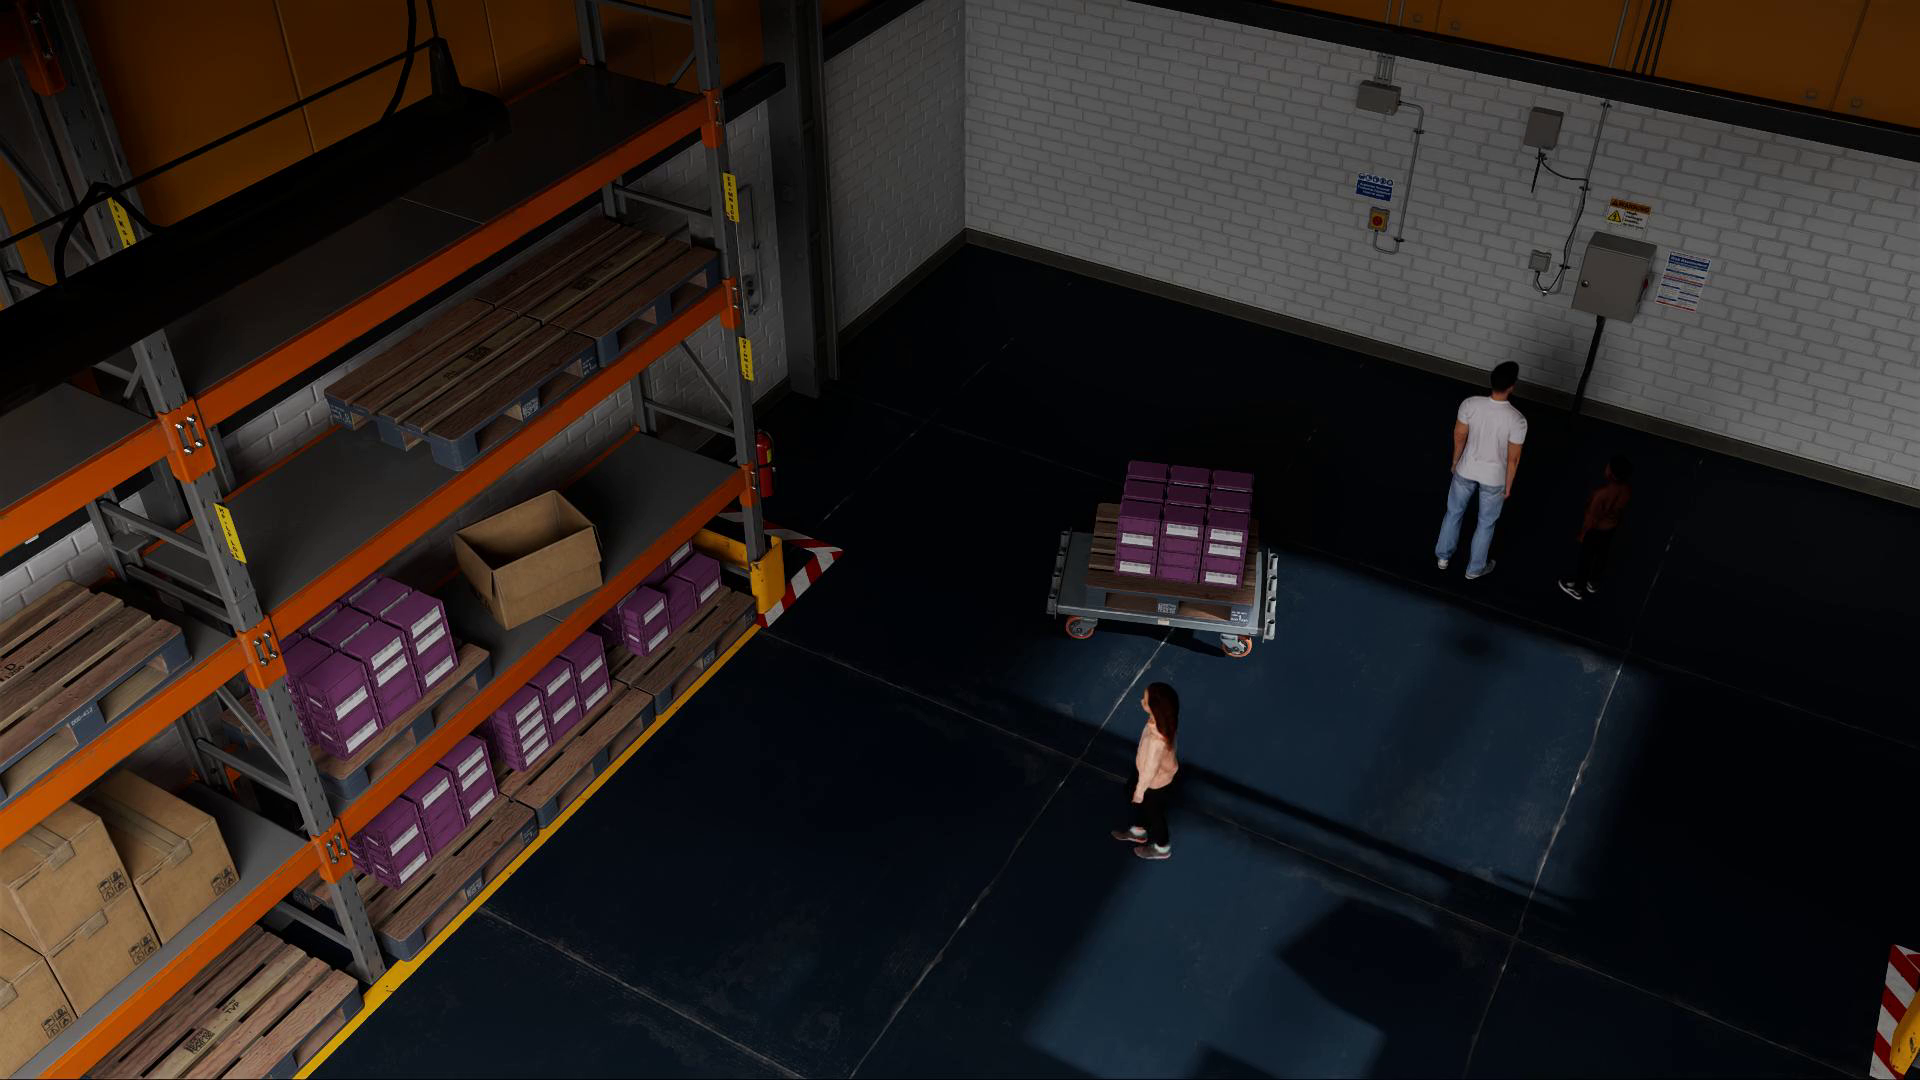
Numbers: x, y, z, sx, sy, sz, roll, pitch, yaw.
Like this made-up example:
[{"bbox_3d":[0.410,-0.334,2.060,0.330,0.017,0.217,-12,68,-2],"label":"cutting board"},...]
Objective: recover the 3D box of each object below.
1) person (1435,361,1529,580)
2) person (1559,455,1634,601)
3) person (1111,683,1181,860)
[{"bbox_3d":[3.902,-0.524,12.423,0.703,1.864,0.595,26,45,29],"label":"person"},{"bbox_3d":[4.779,-0.105,12.388,0.557,1.253,0.651,-18,42,-21],"label":"person"},{"bbox_3d":[1.265,1.443,10.277,0.755,1.468,0.671,4,39,5],"label":"person"}]
